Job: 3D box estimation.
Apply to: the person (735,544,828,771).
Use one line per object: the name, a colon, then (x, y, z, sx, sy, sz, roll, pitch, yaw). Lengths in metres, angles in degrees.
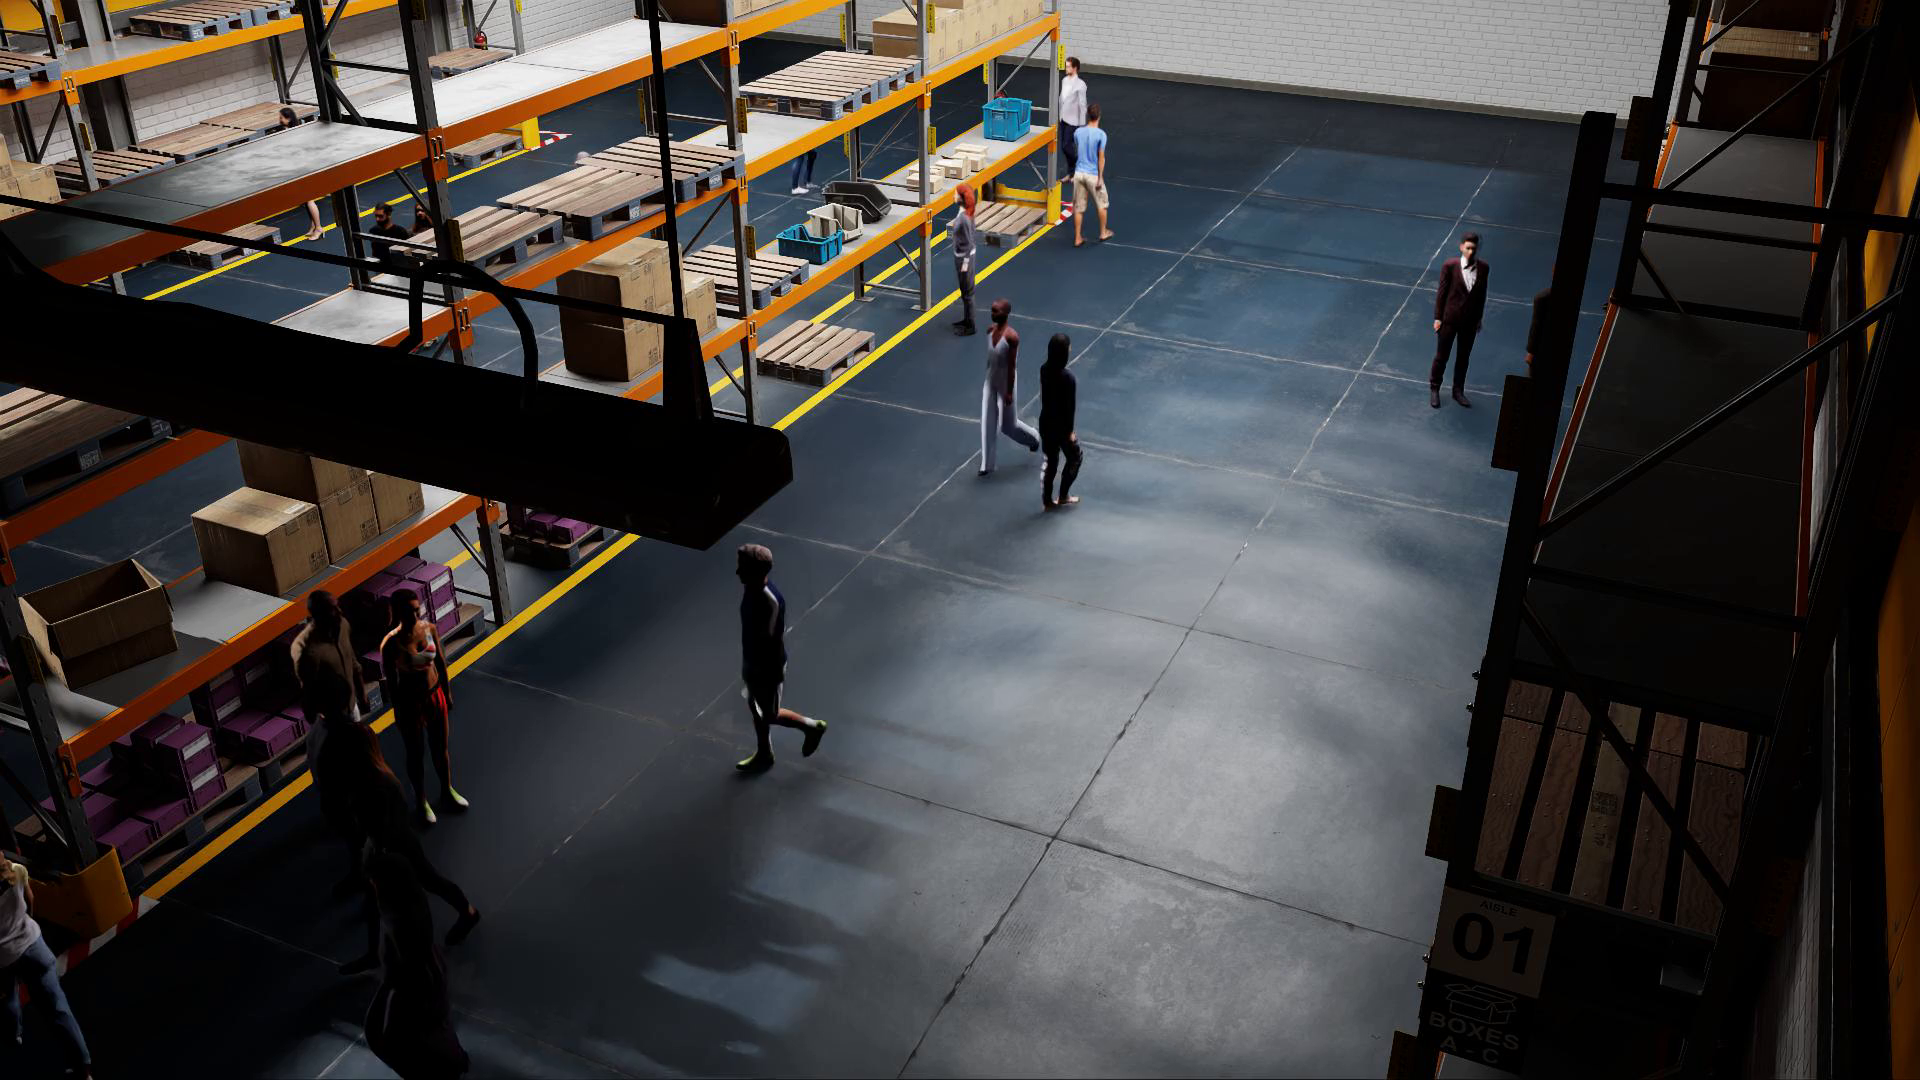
person: (-1.297, 0.819, 11.663, 1.014, 1.827, 0.912, -15, 32, -25)

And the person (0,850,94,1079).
person: (-5.088, 2.325, 9.073, 0.788, 1.664, 1.139, 16, 33, 27)

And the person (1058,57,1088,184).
person: (1.698, -6.173, 24.470, 0.854, 1.837, 0.809, -14, 32, -24)

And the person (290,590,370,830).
person: (-4.203, 1.126, 11.115, 0.838, 1.814, 0.636, 6, 29, 11)

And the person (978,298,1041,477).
person: (0.463, -1.464, 15.911, 1.021, 1.767, 0.817, -23, 36, -35)

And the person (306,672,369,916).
person: (-3.836, 1.564, 10.429, 0.613, 1.702, 0.605, 21, 35, 33)

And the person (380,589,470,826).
person: (-3.639, 1.094, 11.202, 0.573, 1.786, 0.694, -25, 37, -37)

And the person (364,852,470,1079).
person: (-2.915, 2.353, 9.080, 0.849, 1.607, 0.799, -6, 29, -10)

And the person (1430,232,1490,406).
person: (5.216, -2.326, 17.390, 0.773, 1.864, 0.761, -1, 29, -2)

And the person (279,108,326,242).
person: (-8.794, -4.877, 22.166, 0.819, 1.769, 0.782, -15, 32, -26)

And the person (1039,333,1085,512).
person: (0.829, -1.045, 15.189, 0.771, 1.724, 0.748, -21, 35, -34)

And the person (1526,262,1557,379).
person: (5.897, -1.940, 16.750, 0.721, 1.799, 0.798, -12, 31, -21)

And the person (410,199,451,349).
person: (-5.973, -3.033, 18.843, 0.693, 1.713, 0.706, -2, 29, -3)

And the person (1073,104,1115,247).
person: (1.652, -4.764, 21.890, 0.649, 1.835, 0.919, 14, 32, 24)

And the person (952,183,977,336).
person: (0.055, -3.236, 19.148, 0.714, 1.779, 0.599, -3, 29, -6)

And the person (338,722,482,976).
person: (-3.302, 1.822, 9.997, 1.204, 1.662, 0.940, -22, 36, -35)

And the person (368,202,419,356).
person: (-6.297, -2.925, 18.601, 0.693, 1.756, 0.691, 5, 29, 8)
